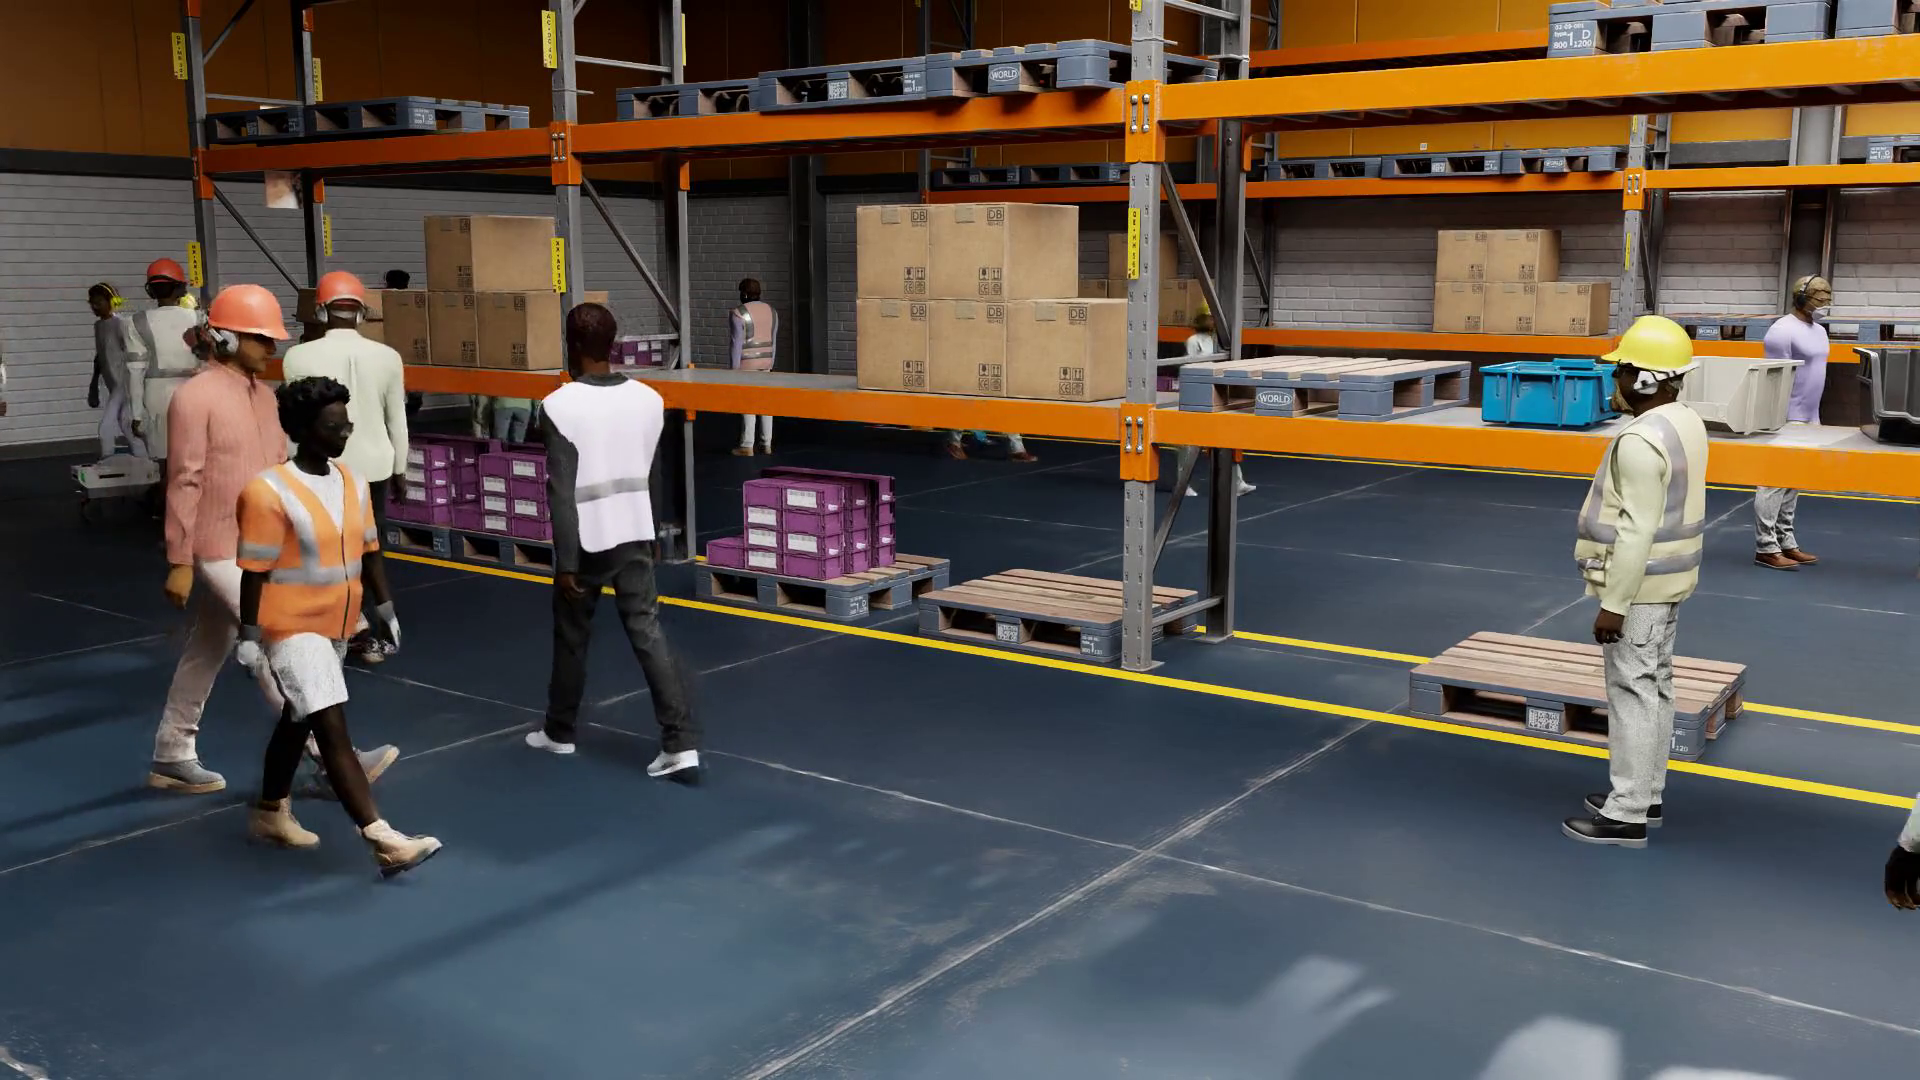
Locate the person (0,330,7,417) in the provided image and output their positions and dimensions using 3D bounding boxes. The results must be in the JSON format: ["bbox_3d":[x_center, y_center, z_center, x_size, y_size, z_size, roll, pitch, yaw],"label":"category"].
[{"bbox_3d":[-8.053,-1.183,13.511,0.566,1.899,0.619,-1,10,-8],"label":"person"}]

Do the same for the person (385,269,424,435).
[{"bbox_3d":[-5.770,-1.790,16.990,0.625,1.943,0.559,3,10,16],"label":"person"}]

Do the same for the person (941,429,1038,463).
[{"bbox_3d":[0.278,-1.728,16.775,0.984,1.901,0.632,6,11,32],"label":"person"}]

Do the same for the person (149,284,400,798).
[{"bbox_3d":[-2.638,0.022,6.230,1.058,1.925,0.628,0,10,3],"label":"person"}]

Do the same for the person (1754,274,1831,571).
[{"bbox_3d":[5.503,-0.773,10.962,0.628,1.935,0.373,-8,12,-40],"label":"person"}]

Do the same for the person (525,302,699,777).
[{"bbox_3d":[-1.384,0.001,6.582,1.025,1.878,0.602,9,13,43],"label":"person"}]

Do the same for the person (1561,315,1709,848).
[{"bbox_3d":[2.346,0.146,5.779,0.404,1.837,0.590,7,12,35],"label":"person"}]

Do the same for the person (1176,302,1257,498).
[{"bbox_3d":[2.145,-1.183,14.104,0.489,1.704,0.875,-5,11,-29],"label":"person"}]

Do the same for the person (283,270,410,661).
[{"bbox_3d":[-3.070,-0.357,8.347,0.641,1.974,0.446,-8,12,-39],"label":"person"}]

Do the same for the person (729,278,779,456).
[{"bbox_3d":[-2.179,-1.795,17.323,0.429,1.844,0.626,7,12,37],"label":"person"}]

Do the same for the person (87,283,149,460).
[{"bbox_3d":[-7.402,-1.305,14.429,0.629,1.824,0.785,9,13,42],"label":"person"}]

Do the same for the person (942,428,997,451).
[{"bbox_3d":[0.139,-1.842,17.729,0.952,1.784,0.604,9,13,42],"label":"person"}]

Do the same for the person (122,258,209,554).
[{"bbox_3d":[-5.430,-0.919,11.517,0.609,2.040,0.395,-7,12,-34],"label":"person"}]

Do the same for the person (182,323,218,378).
[{"bbox_3d":[-4.852,-0.630,11.037,0.426,1.610,0.583,2,10,11],"label":"person"}]

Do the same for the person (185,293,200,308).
[{"bbox_3d":[-6.916,-1.371,15.061,0.561,1.738,0.397,2,10,14],"label":"person"}]

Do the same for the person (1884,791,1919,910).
[{"bbox_3d":[1.841,0.580,2.993,0.875,1.892,0.611,2,10,12],"label":"person"}]

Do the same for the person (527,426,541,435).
[{"bbox_3d":[-5.026,-2.183,19.689,0.580,1.835,1.010,1,10,4],"label":"person"}]

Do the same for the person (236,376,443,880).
[{"bbox_3d":[-2.076,0.284,5.494,0.892,1.640,0.541,3,10,18],"label":"person"}]

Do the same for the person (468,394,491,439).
[{"bbox_3d":[-4.798,-1.674,16.609,0.569,1.839,0.519,-6,11,-33],"label":"person"}]

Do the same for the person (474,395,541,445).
[{"bbox_3d":[-3.644,-1.045,13.560,0.567,1.601,0.597,-6,11,-32],"label":"person"}]

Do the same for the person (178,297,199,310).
[{"bbox_3d":[-6.027,-1.029,13.020,0.342,1.760,0.533,-4,10,-23],"label":"person"}]

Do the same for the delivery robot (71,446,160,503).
[{"bbox_3d":[-6.629,-0.504,13.178,0.707,0.478,0.477,-8,12,-39],"label":"delivery robot"}]
